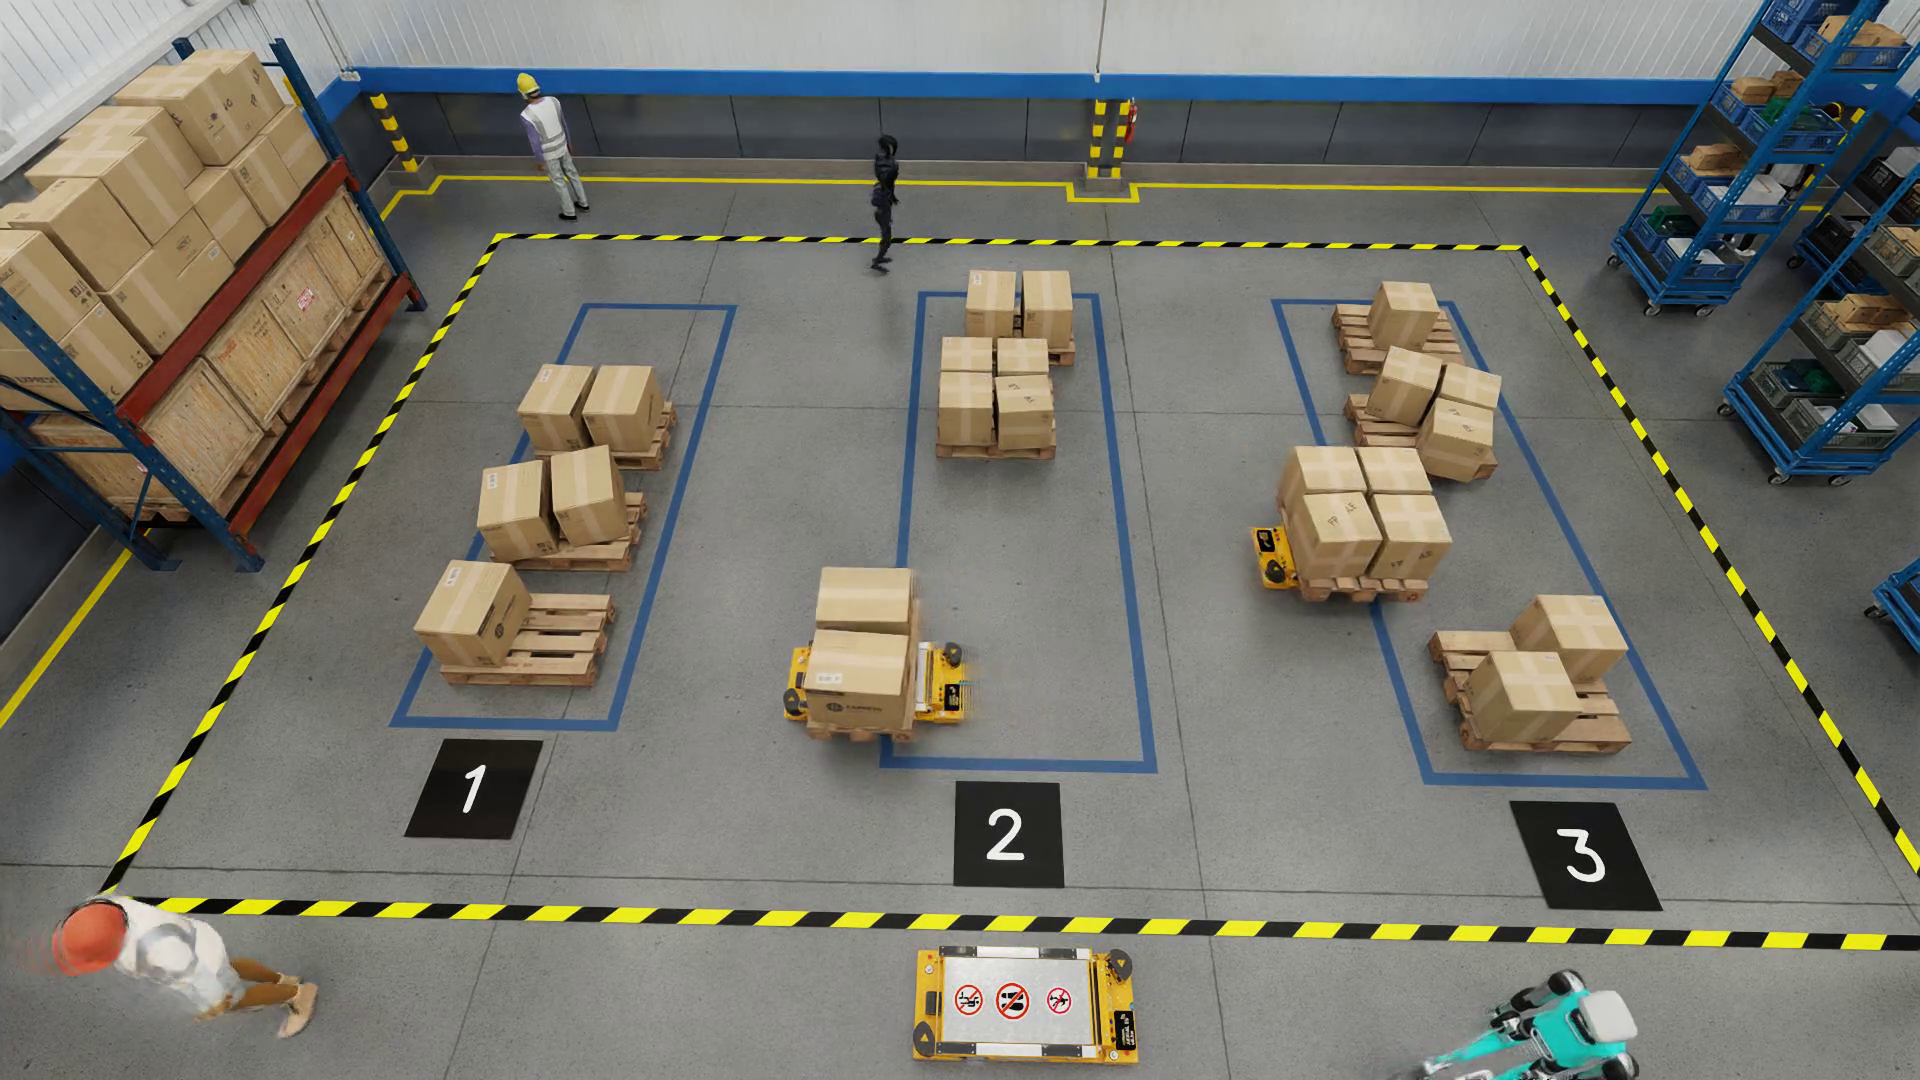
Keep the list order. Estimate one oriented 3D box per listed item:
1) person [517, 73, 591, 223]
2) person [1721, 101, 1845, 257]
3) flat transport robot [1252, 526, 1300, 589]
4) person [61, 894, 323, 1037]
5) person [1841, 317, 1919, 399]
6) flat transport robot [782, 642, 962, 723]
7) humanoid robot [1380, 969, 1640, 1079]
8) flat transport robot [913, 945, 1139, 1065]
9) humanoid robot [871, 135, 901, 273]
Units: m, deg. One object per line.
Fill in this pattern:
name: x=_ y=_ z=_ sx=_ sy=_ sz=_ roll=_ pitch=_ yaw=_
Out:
person: x=-5.107 y=-4.884 z=11.459 sx=0.404 sy=1.827 sz=0.598 roll=22 pitch=54 yaw=17
person: x=9.829 y=-4.291 z=10.948 sx=0.329 sy=1.876 sz=0.509 roll=-15 pitch=52 yaw=-12
flat transport robot: x=3.456 y=0.135 z=8.358 sx=1.431 sy=0.197 sz=0.652 roll=1 pitch=51 yaw=1
person: x=-4.489 y=2.456 z=5.386 sx=0.655 sy=2.000 sz=0.386 roll=26 pitch=55 yaw=20
person: x=9.641 y=-2.144 z=9.200 sx=0.517 sy=1.873 sz=0.328 roll=4 pitch=51 yaw=3
flat transport robot: x=-0.700 y=1.153 z=7.528 sx=1.431 sy=0.197 sz=0.652 roll=1 pitch=51 yaw=1
humanoid robot: x=2.928 y=2.956 z=5.141 sx=0.923 sy=1.784 sz=0.540 roll=-12 pitch=52 yaw=-9
flat transport robot: x=0.422 y=3.041 z=6.007 sx=1.431 sy=0.231 sz=0.659 roll=1 pitch=51 yaw=1
humanoid robot: x=-0.902 y=-3.979 z=10.827 sx=0.408 sy=1.643 sz=0.591 roll=3 pitch=51 yaw=3
